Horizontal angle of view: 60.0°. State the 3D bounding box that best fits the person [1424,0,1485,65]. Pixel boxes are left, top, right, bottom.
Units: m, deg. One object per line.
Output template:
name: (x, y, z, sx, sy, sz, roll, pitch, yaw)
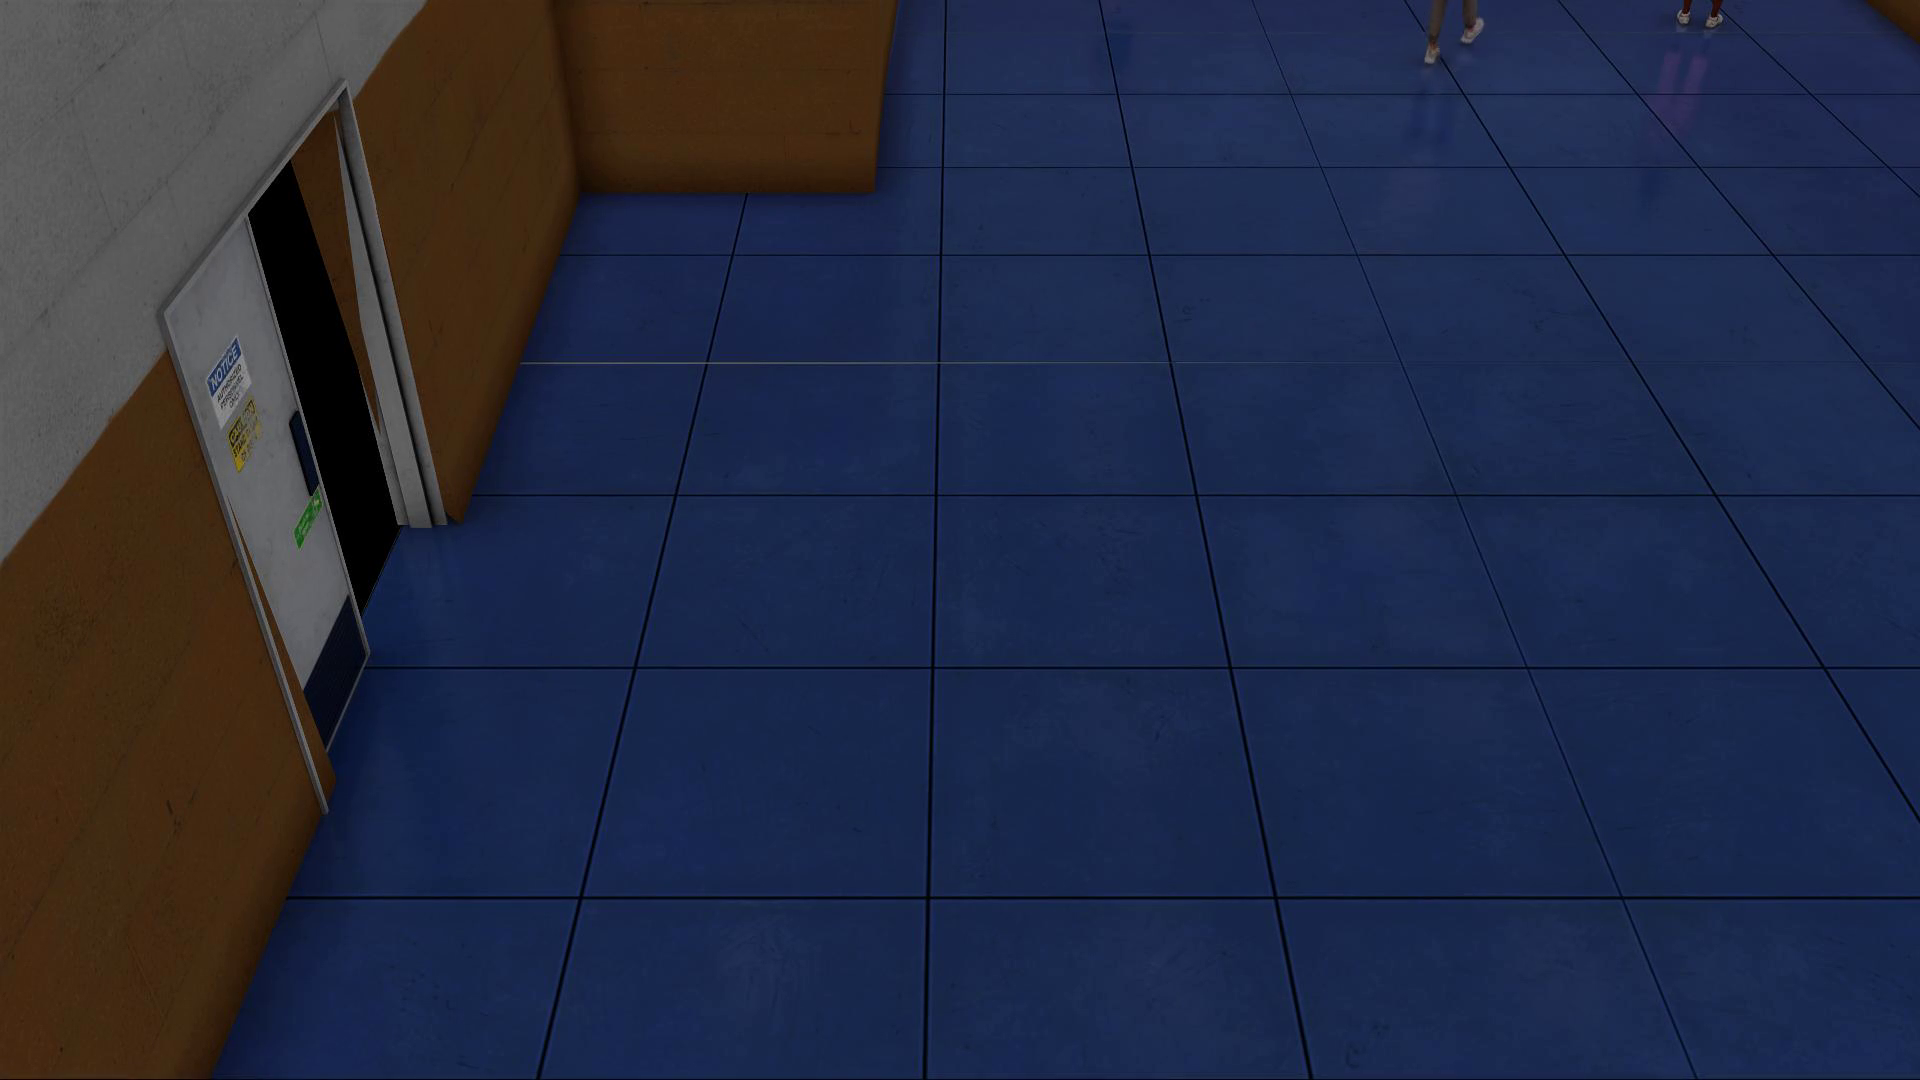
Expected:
person: (3.832, -4.569, 12.797, 1.116, 1.802, 1.075, 19, 41, 23)
